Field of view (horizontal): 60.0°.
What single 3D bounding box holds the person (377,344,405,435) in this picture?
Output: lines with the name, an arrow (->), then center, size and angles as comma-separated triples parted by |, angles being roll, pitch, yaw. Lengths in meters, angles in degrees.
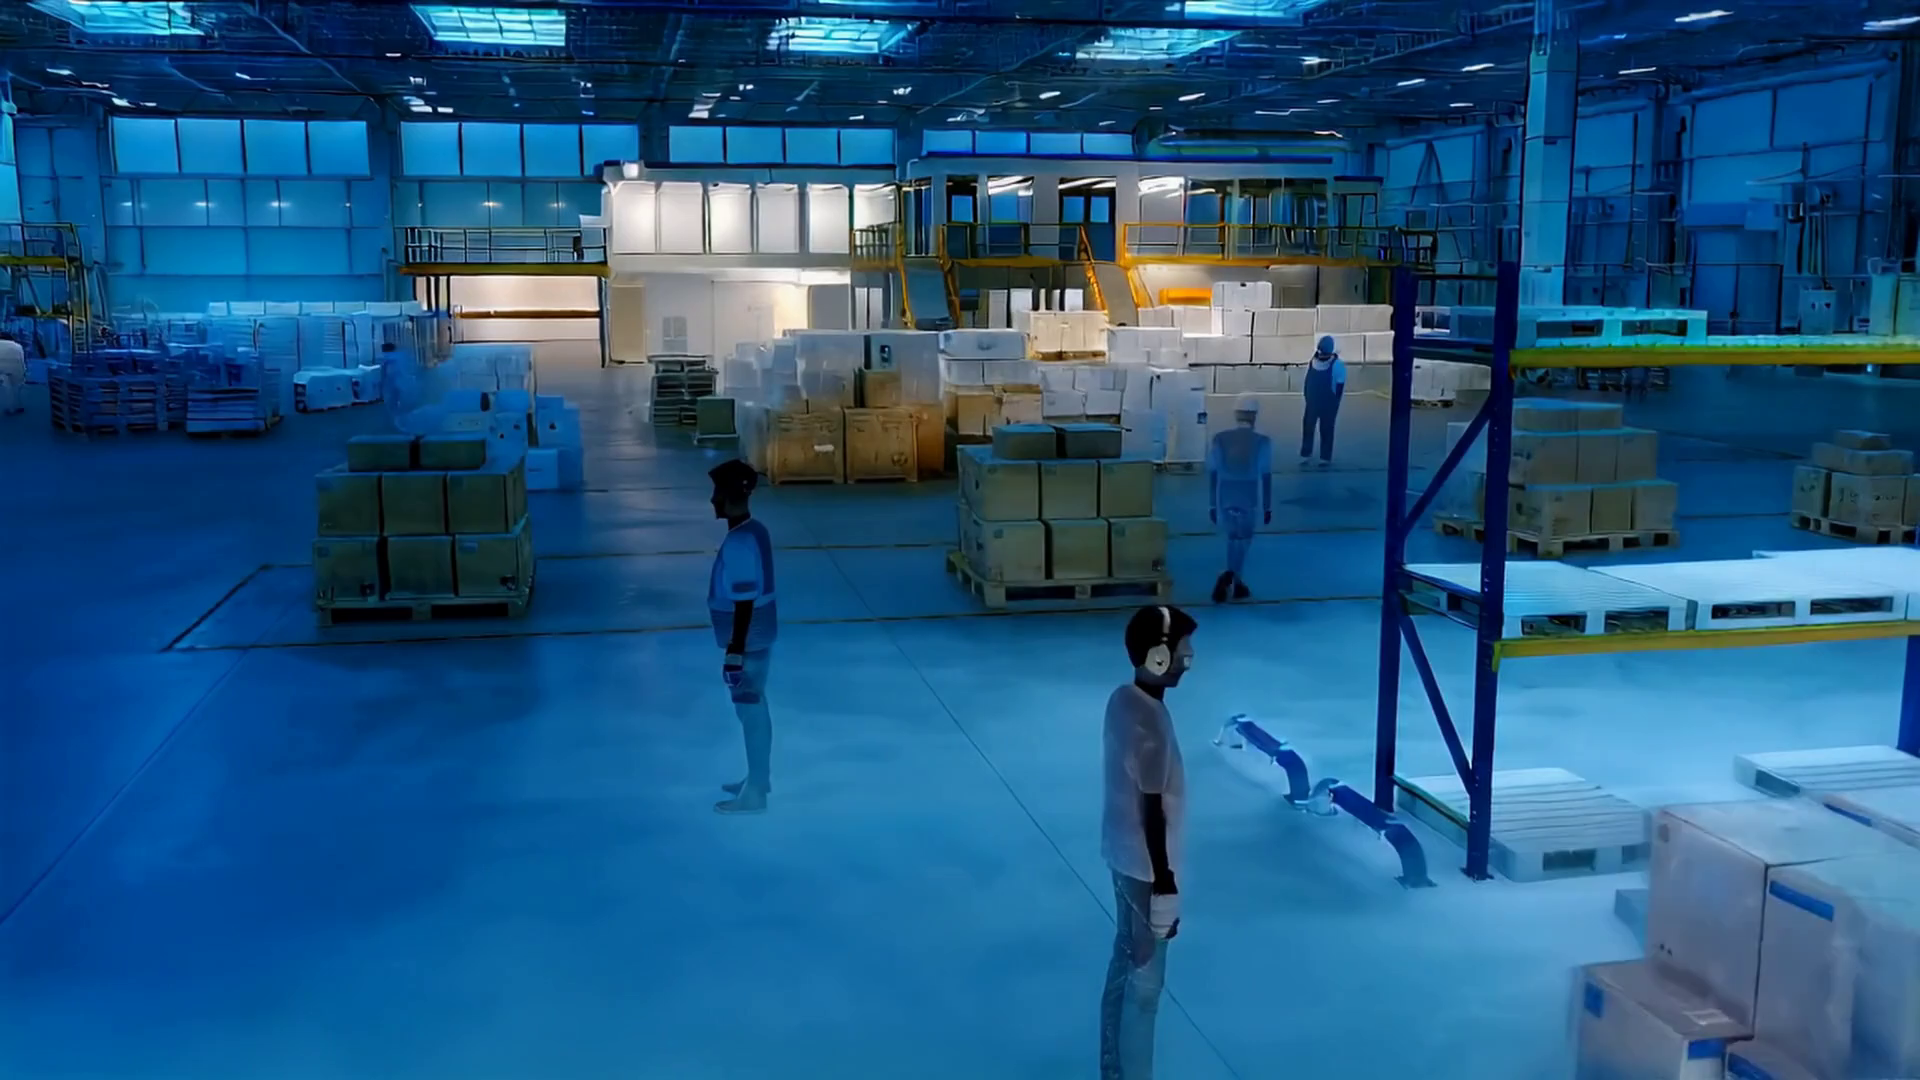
person -> -9.581, -2.407, 27.829 | 0.658, 1.723, 0.489 | 1, 9, 7

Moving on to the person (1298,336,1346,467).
person -> 5.418, -2.090, 24.915 | 0.692, 2.000, 0.845 | 7, 11, 35

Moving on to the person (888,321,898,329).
person -> -1.489, -3.934, 36.791 | 0.992, 1.835, 0.594 | 4, 10, 22

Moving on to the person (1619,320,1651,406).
person -> 14.694, -3.837, 36.015 | 0.991, 1.893, 0.633 | -8, 12, -41

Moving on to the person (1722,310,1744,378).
person -> 20.934, -5.282, 44.930 | 0.505, 1.861, 0.514 | -9, 13, -42

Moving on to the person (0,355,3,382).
person -> -18.617, -3.177, 31.718 | 0.662, 1.974, 0.571 | -9, 13, -44

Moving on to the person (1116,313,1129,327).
person -> 4.204, -4.898, 42.631 | 0.338, 1.844, 0.515 | -9, 13, -44

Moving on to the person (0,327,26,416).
person -> -19.406, -3.449, 33.963 | 0.623, 1.781, 0.912 | -4, 10, -22

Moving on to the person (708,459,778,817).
person -> -1.192, 0.536, 9.133 | 0.373, 1.966, 0.607 | 0, 9, 3

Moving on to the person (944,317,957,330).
person -> -0.077, -4.025, 37.131 | 0.883, 1.913, 0.544 | 2, 9, 10

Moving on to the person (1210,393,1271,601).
person -> 2.455, -0.352, 14.786 | 0.560, 1.895, 0.786 | 5, 11, 29

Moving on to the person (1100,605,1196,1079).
person -> 0.655, 1.141, 5.761 | 0.329, 1.865, 0.514 | -2, 9, -10
